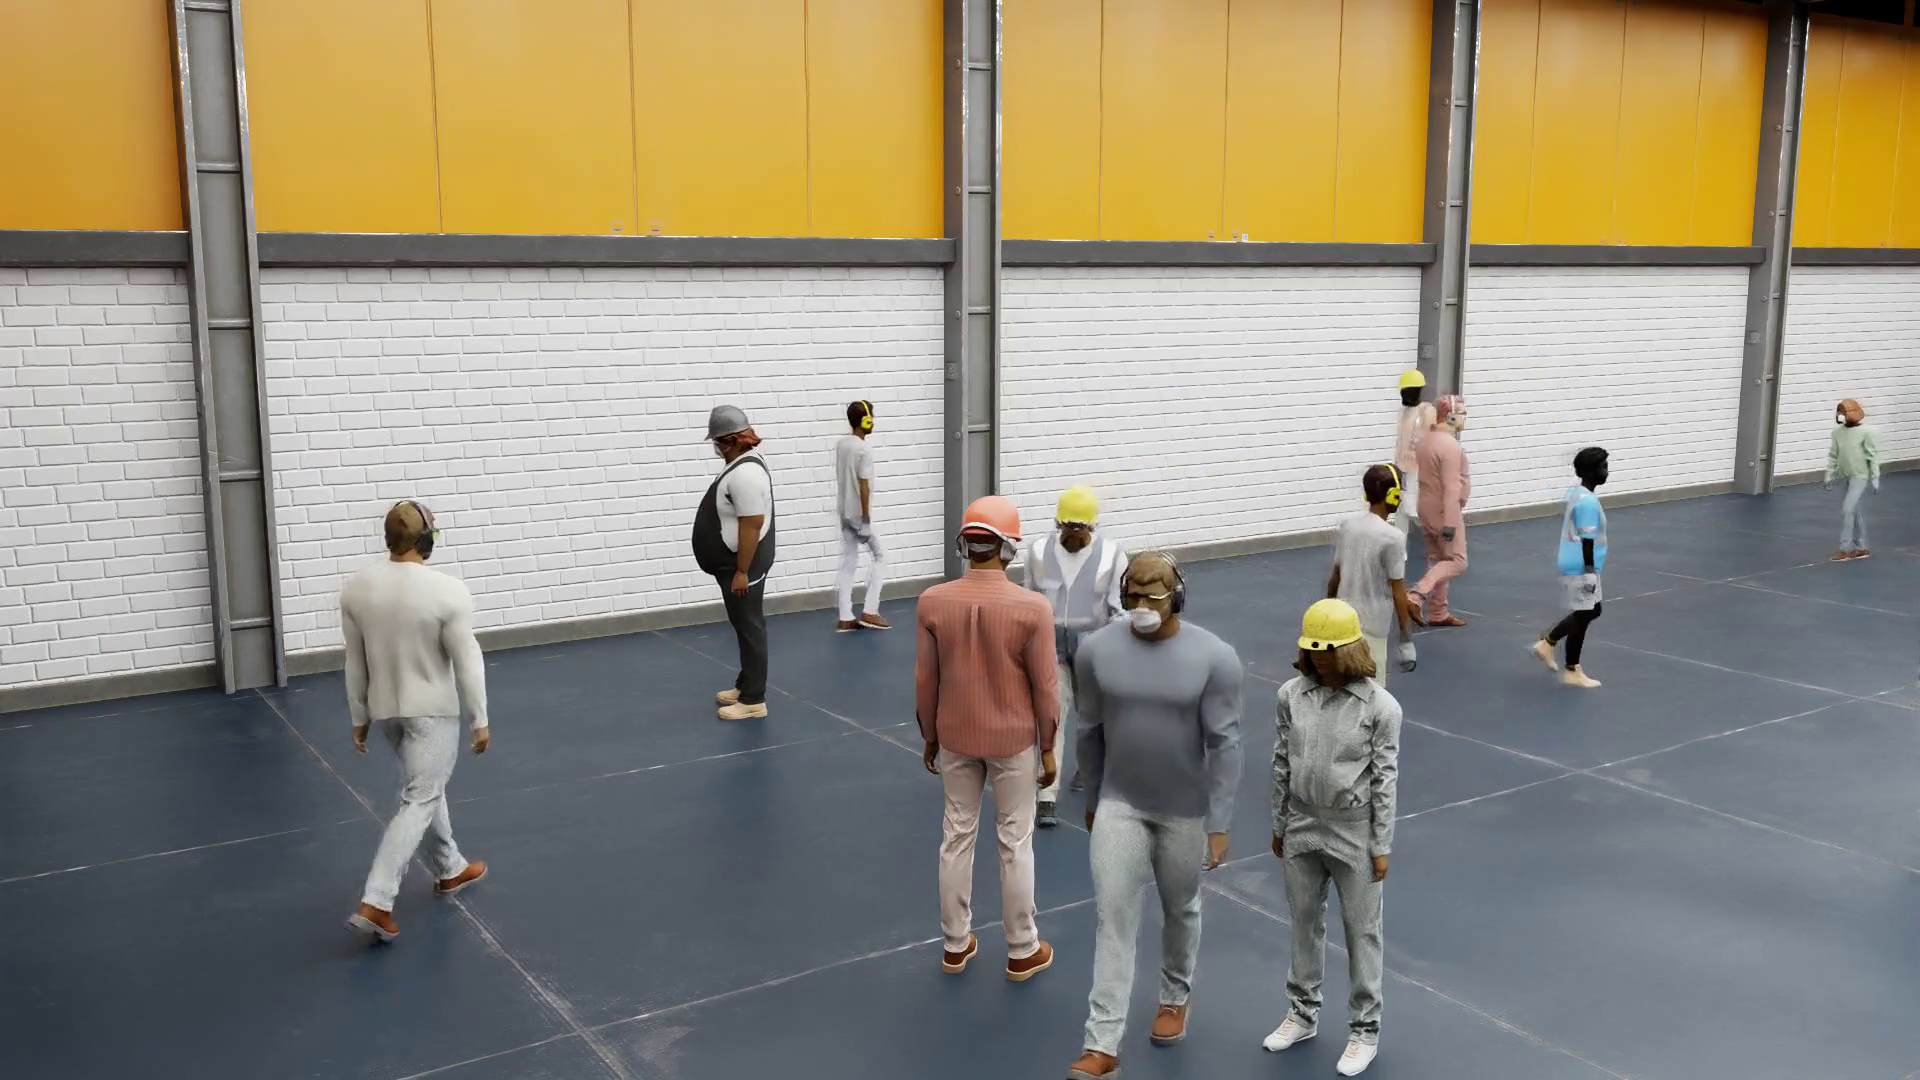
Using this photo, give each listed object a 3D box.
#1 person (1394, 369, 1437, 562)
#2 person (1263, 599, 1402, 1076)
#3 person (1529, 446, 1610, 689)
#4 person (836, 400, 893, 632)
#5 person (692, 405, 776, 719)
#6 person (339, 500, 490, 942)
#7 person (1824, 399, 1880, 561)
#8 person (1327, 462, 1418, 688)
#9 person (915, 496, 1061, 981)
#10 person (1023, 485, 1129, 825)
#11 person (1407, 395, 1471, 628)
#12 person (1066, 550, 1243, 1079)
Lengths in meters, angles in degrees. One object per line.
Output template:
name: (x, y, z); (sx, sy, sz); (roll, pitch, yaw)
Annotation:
person: (4.423, -0.707, 16.159); (0.566, 1.910, 0.613); (-3, 10, -18)
person: (1.336, 1.063, 6.027); (0.484, 1.737, 0.321); (7, 12, 37)
person: (4.251, 0.191, 11.451); (0.415, 1.686, 0.539); (3, 10, 19)
person: (-0.769, -0.191, 13.240); (0.561, 1.846, 0.529); (-8, 12, -39)
person: (-1.458, 0.128, 10.739); (0.536, 2.000, 0.684); (-1, 9, -6)
person: (-2.421, 0.769, 7.321); (0.645, 1.902, 0.991); (3, 10, 19)
person: (8.727, -0.588, 16.354); (0.696, 1.594, 0.516); (-3, 10, -16)
person: (2.231, 0.504, 9.066); (0.384, 1.844, 0.561); (-4, 10, -22)
person: (0.122, 0.809, 6.798); (0.610, 1.986, 0.392); (3, 10, 20)
person: (0.607, 0.566, 8.905); (0.616, 1.777, 0.934); (2, 10, 13)
person: (3.811, -0.211, 13.249); (0.520, 1.892, 0.645); (-1, 9, -4)
person: (0.674, 0.988, 5.952); (0.642, 1.898, 0.905); (3, 10, 18)
